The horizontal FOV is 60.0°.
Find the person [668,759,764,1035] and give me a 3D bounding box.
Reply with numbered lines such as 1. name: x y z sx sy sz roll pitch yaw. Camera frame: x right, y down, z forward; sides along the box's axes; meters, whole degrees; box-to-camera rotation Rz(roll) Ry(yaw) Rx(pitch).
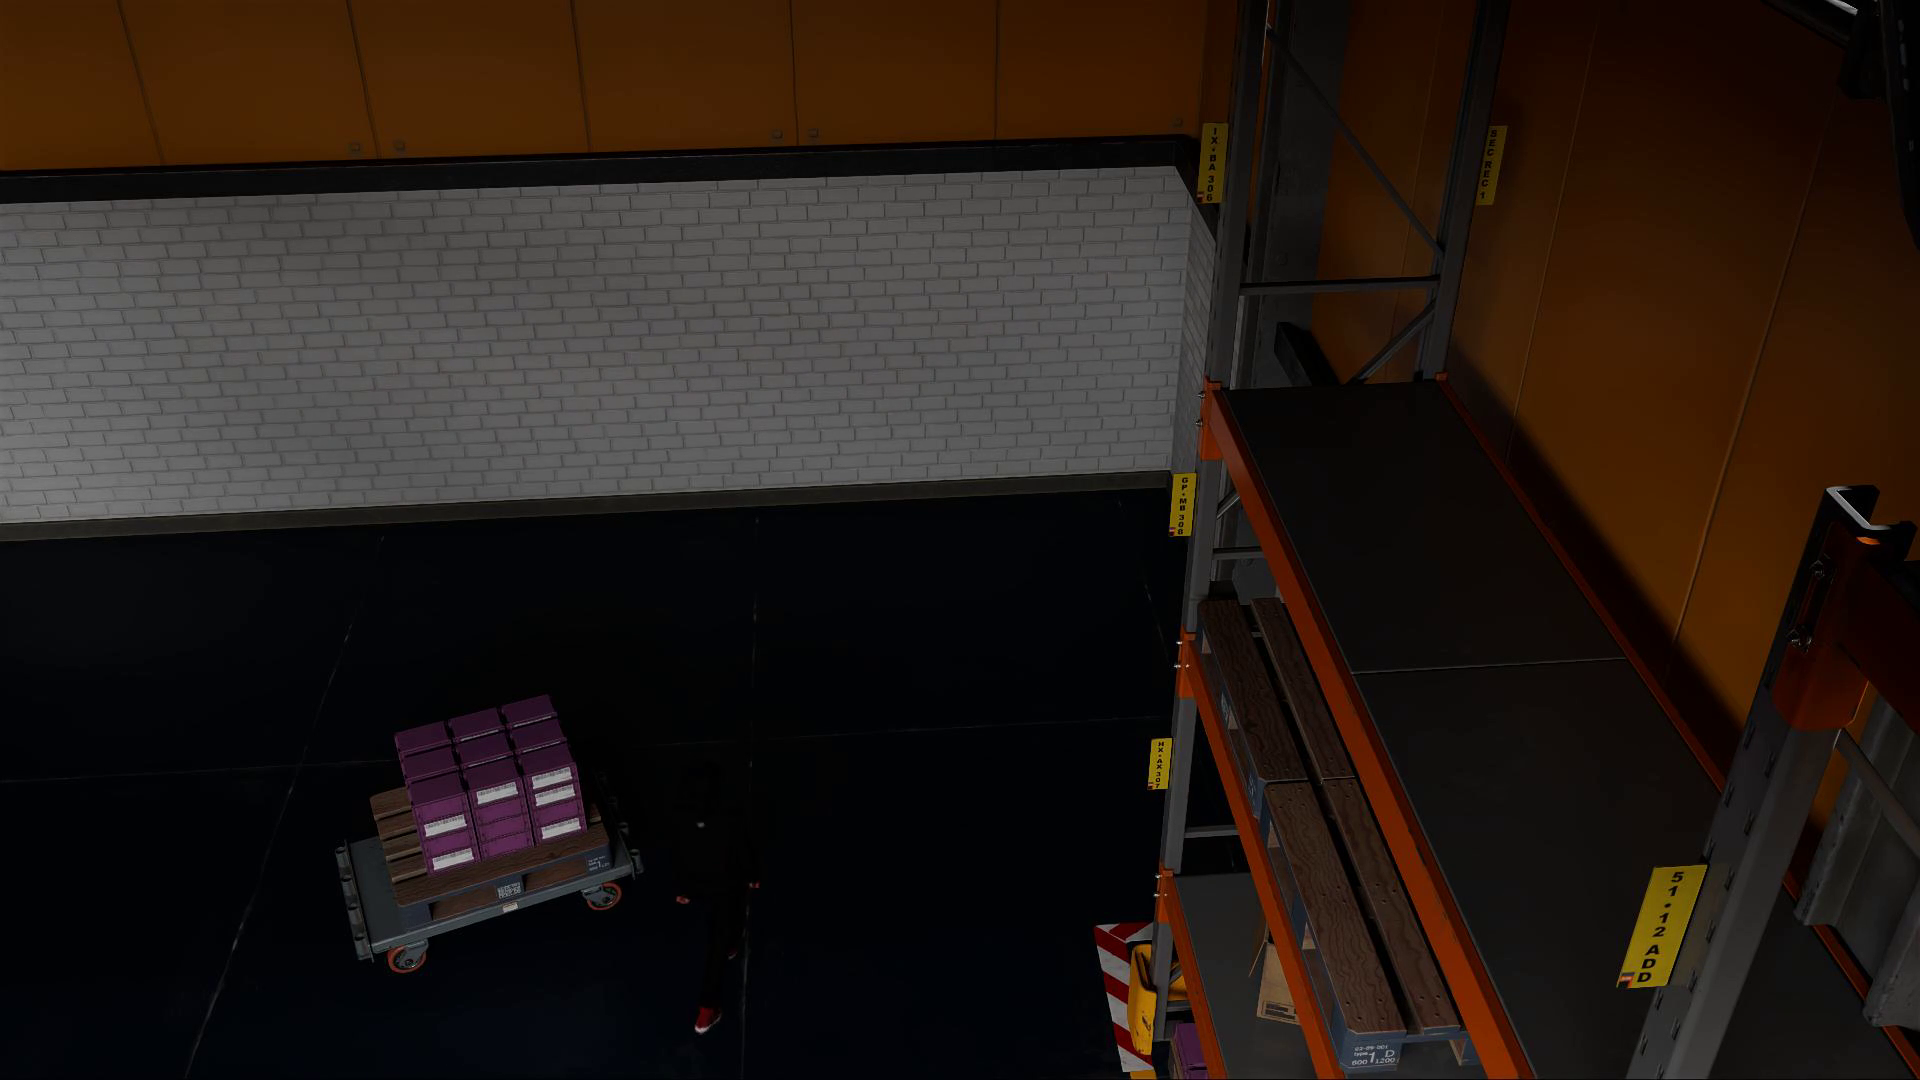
1. person: -1.349 1.925 8.983 0.826 1.635 1.163 7 34 11
